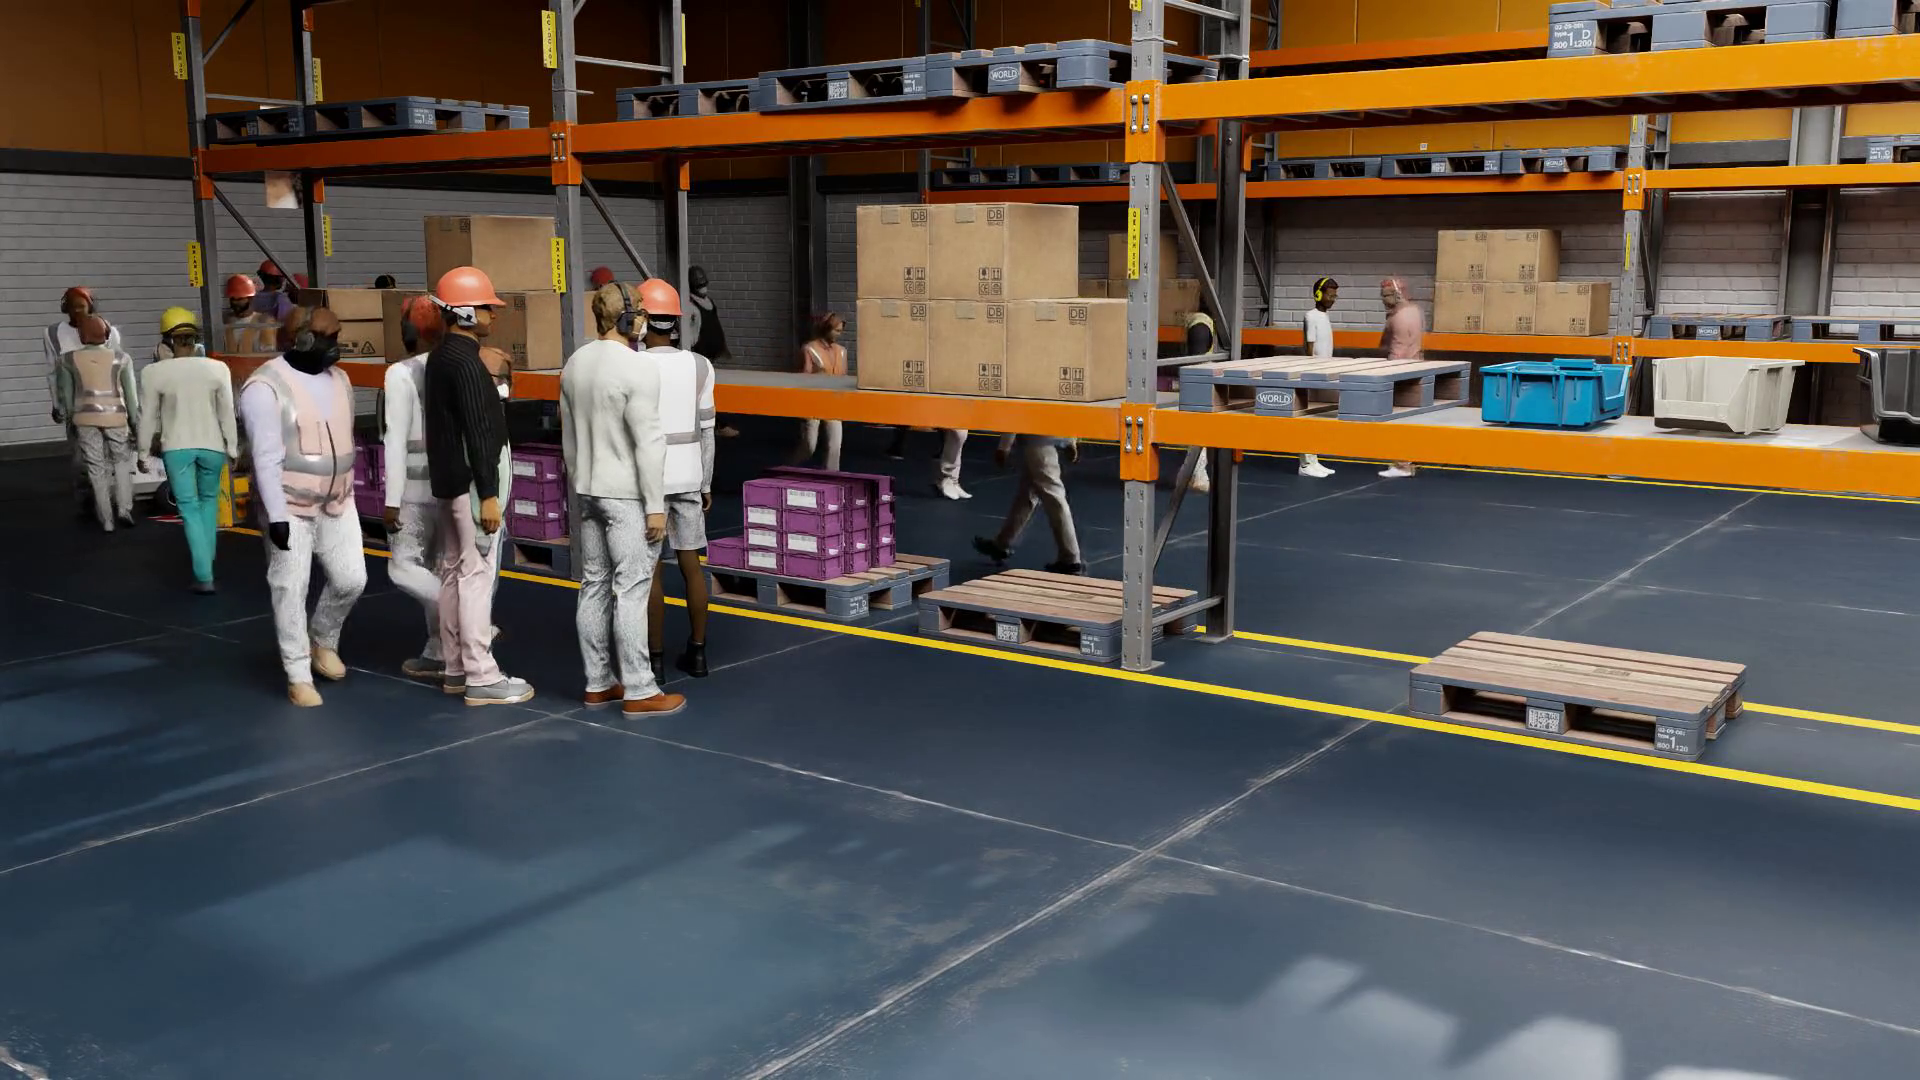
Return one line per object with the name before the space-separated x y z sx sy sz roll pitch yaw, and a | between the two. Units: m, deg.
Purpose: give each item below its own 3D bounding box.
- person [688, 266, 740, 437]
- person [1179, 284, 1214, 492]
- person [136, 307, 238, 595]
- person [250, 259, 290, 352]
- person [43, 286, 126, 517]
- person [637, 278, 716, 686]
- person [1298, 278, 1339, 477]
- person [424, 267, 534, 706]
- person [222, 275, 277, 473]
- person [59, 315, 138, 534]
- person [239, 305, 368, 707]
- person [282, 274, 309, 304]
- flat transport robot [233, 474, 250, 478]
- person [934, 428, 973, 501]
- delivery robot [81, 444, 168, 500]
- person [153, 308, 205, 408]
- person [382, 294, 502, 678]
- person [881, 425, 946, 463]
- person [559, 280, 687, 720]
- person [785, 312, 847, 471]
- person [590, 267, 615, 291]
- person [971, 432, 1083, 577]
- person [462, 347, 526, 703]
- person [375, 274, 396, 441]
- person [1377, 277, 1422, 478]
person | -3.042 -2.209 19.194 1.000 2.000 0.693 2 10 12
person | 2.168 -1.312 14.505 0.447 1.828 0.633 2 10 13
person | -4.759 -0.552 10.210 0.546 1.735 0.778 -9 13 -42
person | -7.592 -2.086 18.455 0.610 2.042 0.396 5 11 28
person | -7.070 -1.143 13.506 0.587 1.829 1.032 -3 10 -18
person | -1.432 -0.272 7.969 0.546 1.938 0.360 -7 12 -38
person | 3.385 -1.527 15.662 0.327 1.865 0.521 5 11 27
person | -2.238 -0.243 7.626 0.377 1.995 0.608 -6 11 -33
person | -6.168 -1.338 14.416 0.563 1.900 0.686 2 10 11
person | -6.395 -0.858 12.387 0.522 1.617 0.402 -4 10 -23
person | -3.009 -0.159 7.633 0.477 1.825 0.627 7 12 35
person | -7.003 -1.896 17.816 0.990 1.886 0.547 -1 10 -5
flat transport robot | -5.697 -0.452 13.990 1.431 0.197 0.652 -6 11 -30
person | -0.013 -1.263 13.995 0.464 1.889 0.678 7 12 37
delivery robot | -6.617 -0.526 13.307 0.707 0.478 0.477 -9 13 -43
person | -6.289 -1.052 13.500 0.523 1.638 0.311 3 10 17
person | -2.481 -0.232 7.918 0.541 1.867 0.589 4 10 21
person | -0.402 -1.718 16.755 0.633 1.892 0.982 -8 12 -39
person | -1.518 -0.176 7.392 0.629 1.940 0.377 9 13 42
person | -1.208 -1.114 13.965 0.729 1.603 0.540 9 13 43
person | -4.244 -2.148 19.100 0.699 1.950 0.693 -1 10 -6
person | 0.434 -0.663 10.731 0.911 1.782 0.623 6 11 31
person | -2.178 -0.074 7.686 0.289 1.633 0.501 -1 10 -8
person | -6.368 -2.021 18.586 0.511 1.872 0.328 6 11 31
person | 4.065 -1.502 15.485 0.423 1.874 0.691 4 10 22
